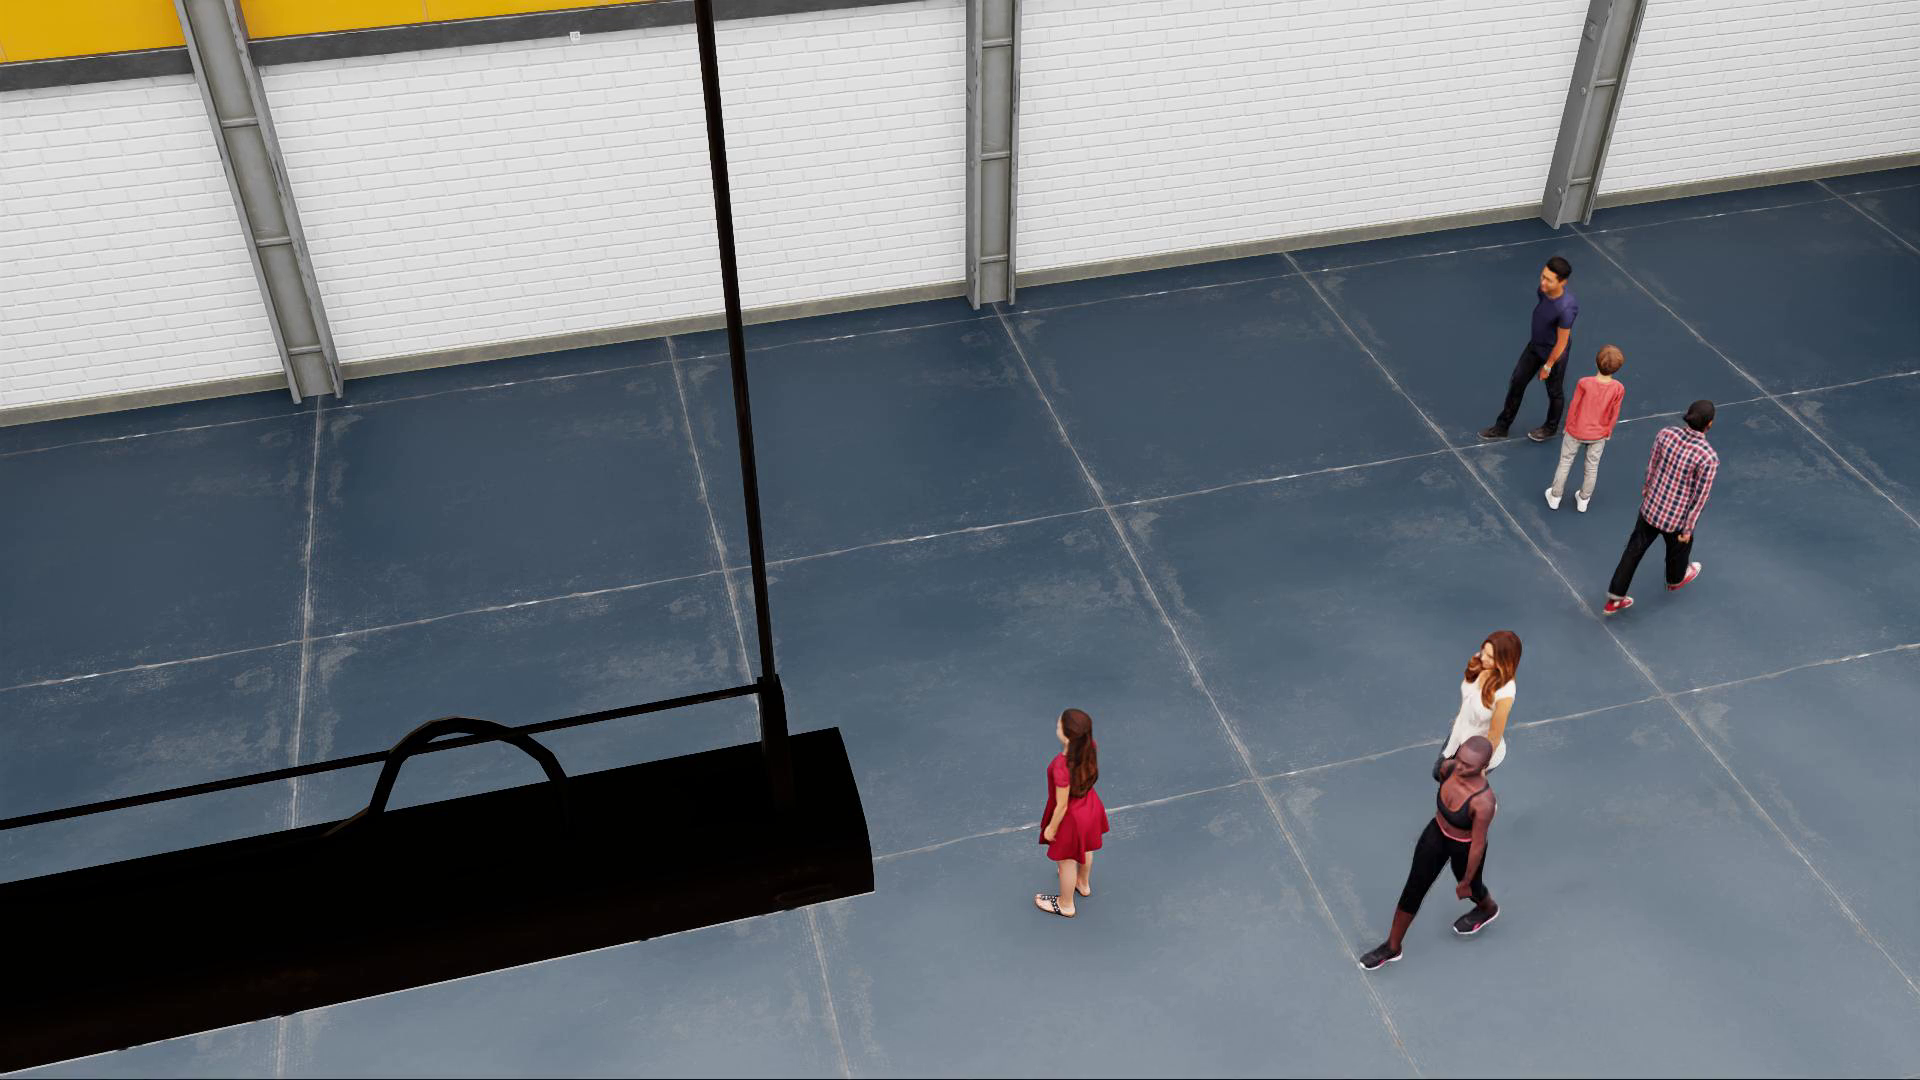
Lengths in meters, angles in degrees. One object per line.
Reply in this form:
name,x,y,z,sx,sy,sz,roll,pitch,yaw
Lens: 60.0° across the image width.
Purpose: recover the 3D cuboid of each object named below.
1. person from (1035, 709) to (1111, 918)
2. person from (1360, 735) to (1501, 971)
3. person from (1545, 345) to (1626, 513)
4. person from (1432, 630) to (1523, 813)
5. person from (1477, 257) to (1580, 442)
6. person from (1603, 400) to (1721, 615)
person,0.646,1.547,9.507,0.741,1.553,0.680,23,44,26
person,2.818,1.688,9.205,1.241,1.710,0.813,-17,42,-20
person,4.763,-0.840,12.609,0.532,1.414,0.637,8,39,10
person,3.113,1.182,9.787,0.739,1.774,0.636,-5,39,-7
person,4.724,-1.500,13.172,0.929,1.741,0.699,-12,40,-14
person,4.861,-0.177,11.529,1.211,1.725,0.951,-23,44,-26
